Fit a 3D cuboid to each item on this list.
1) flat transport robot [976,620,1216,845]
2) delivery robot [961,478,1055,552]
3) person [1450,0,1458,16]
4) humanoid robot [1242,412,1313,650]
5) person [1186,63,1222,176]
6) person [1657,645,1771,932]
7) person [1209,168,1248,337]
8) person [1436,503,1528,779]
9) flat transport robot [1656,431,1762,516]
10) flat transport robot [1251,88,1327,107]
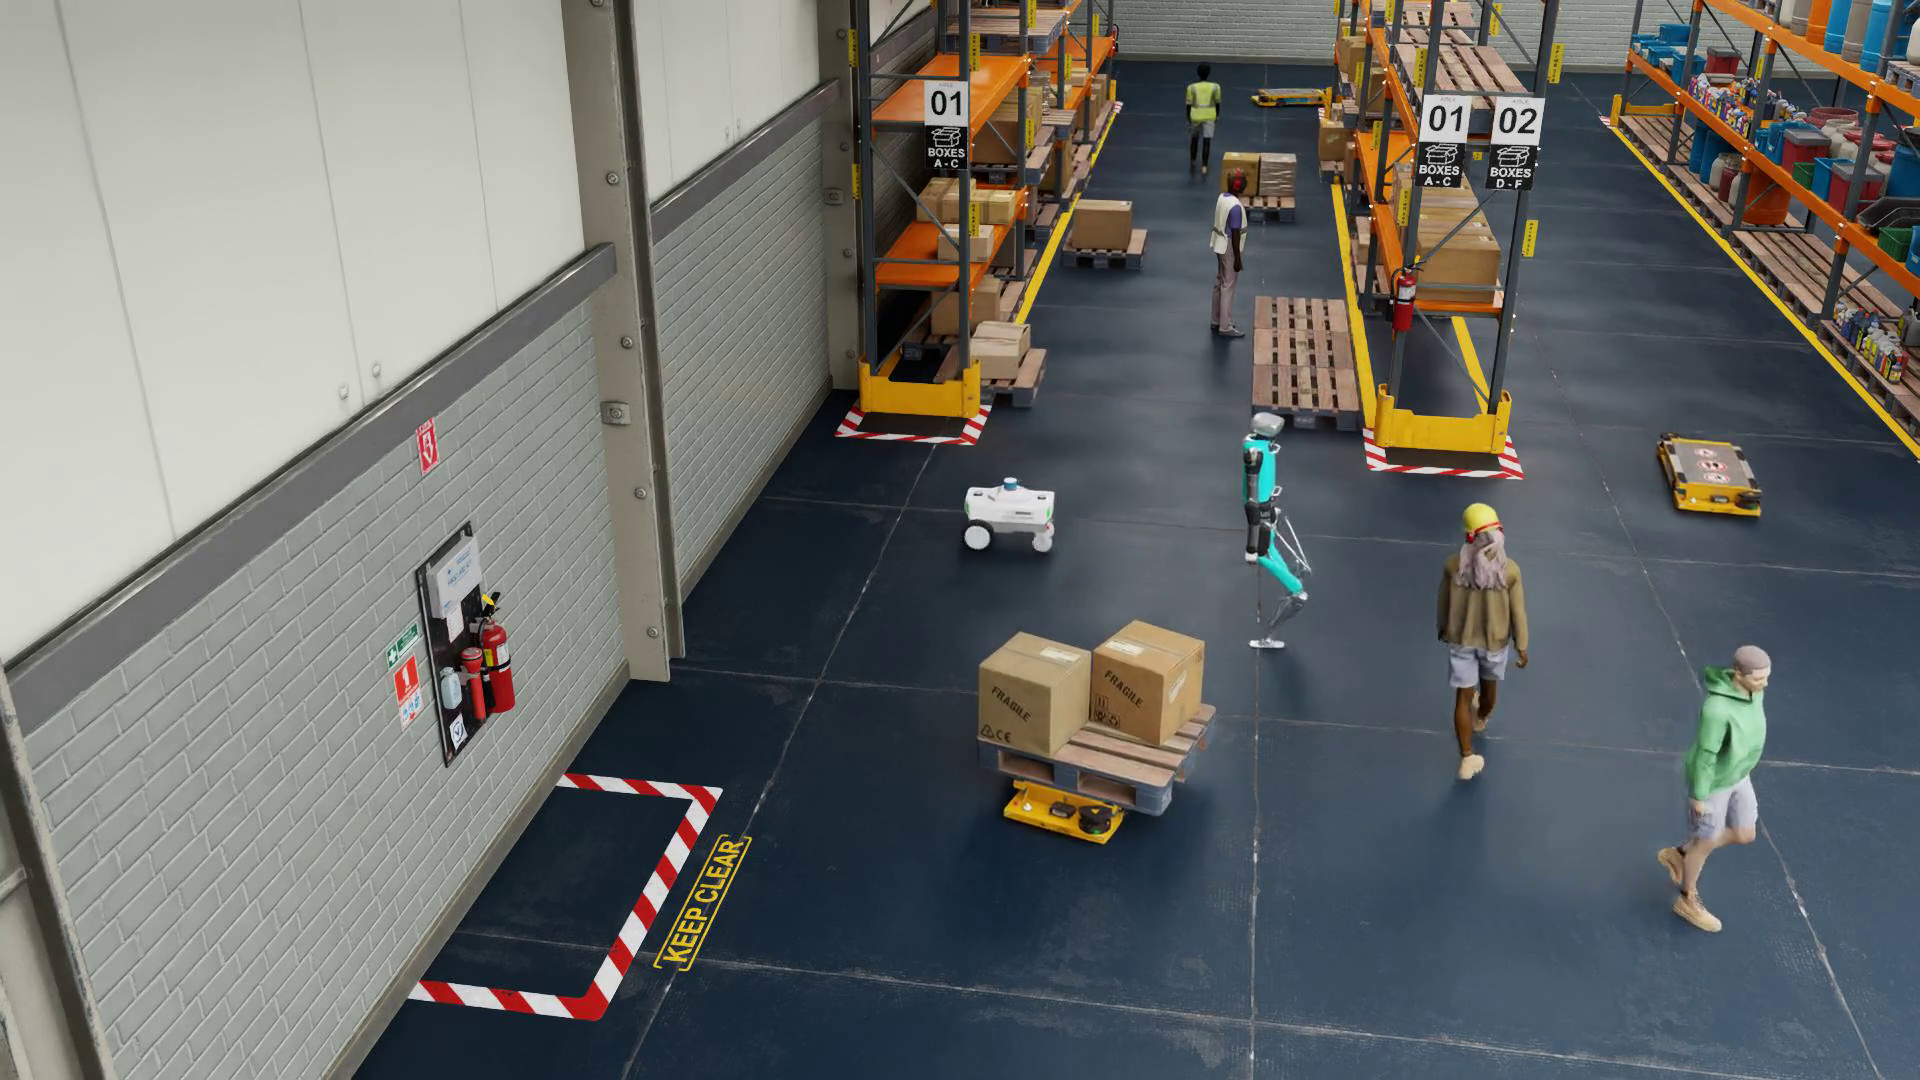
[{"bbox_3d":[0.867,1.388,10.387,0.659,0.231,1.431,12,28,24],"label":"flat transport robot"},{"bbox_3d":[0.376,-0.213,13.481,0.774,0.599,0.499,3,25,7],"label":"delivery robot"},{"bbox_3d":[9.322,-9.399,31.716,0.324,1.759,0.523,-11,27,-22],"label":"person"},{"bbox_3d":[2.252,-0.004,11.644,0.667,1.804,0.531,9,26,18],"label":"humanoid robot"},{"bbox_3d":[3.740,-6.503,25.639,0.548,1.649,0.891,3,25,6],"label":"person"},{"bbox_3d":[4.040,1.302,8.844,0.496,1.721,0.408,-17,30,-32],"label":"person"},{"bbox_3d":[2.947,-3.152,18.245,0.390,1.842,0.565,-4,25,-8],"label":"person"},{"bbox_3d":[3.265,0.583,10.409,0.594,1.698,0.896,8,26,17],"label":"person"},{"bbox_3d":[6.567,-0.586,14.612,0.659,0.231,1.431,6,26,13],"label":"flat transport robot"},{"bbox_3d":[6.208,-8.251,31.016,1.431,0.231,0.659,-3,25,-6],"label":"flat transport robot"}]
